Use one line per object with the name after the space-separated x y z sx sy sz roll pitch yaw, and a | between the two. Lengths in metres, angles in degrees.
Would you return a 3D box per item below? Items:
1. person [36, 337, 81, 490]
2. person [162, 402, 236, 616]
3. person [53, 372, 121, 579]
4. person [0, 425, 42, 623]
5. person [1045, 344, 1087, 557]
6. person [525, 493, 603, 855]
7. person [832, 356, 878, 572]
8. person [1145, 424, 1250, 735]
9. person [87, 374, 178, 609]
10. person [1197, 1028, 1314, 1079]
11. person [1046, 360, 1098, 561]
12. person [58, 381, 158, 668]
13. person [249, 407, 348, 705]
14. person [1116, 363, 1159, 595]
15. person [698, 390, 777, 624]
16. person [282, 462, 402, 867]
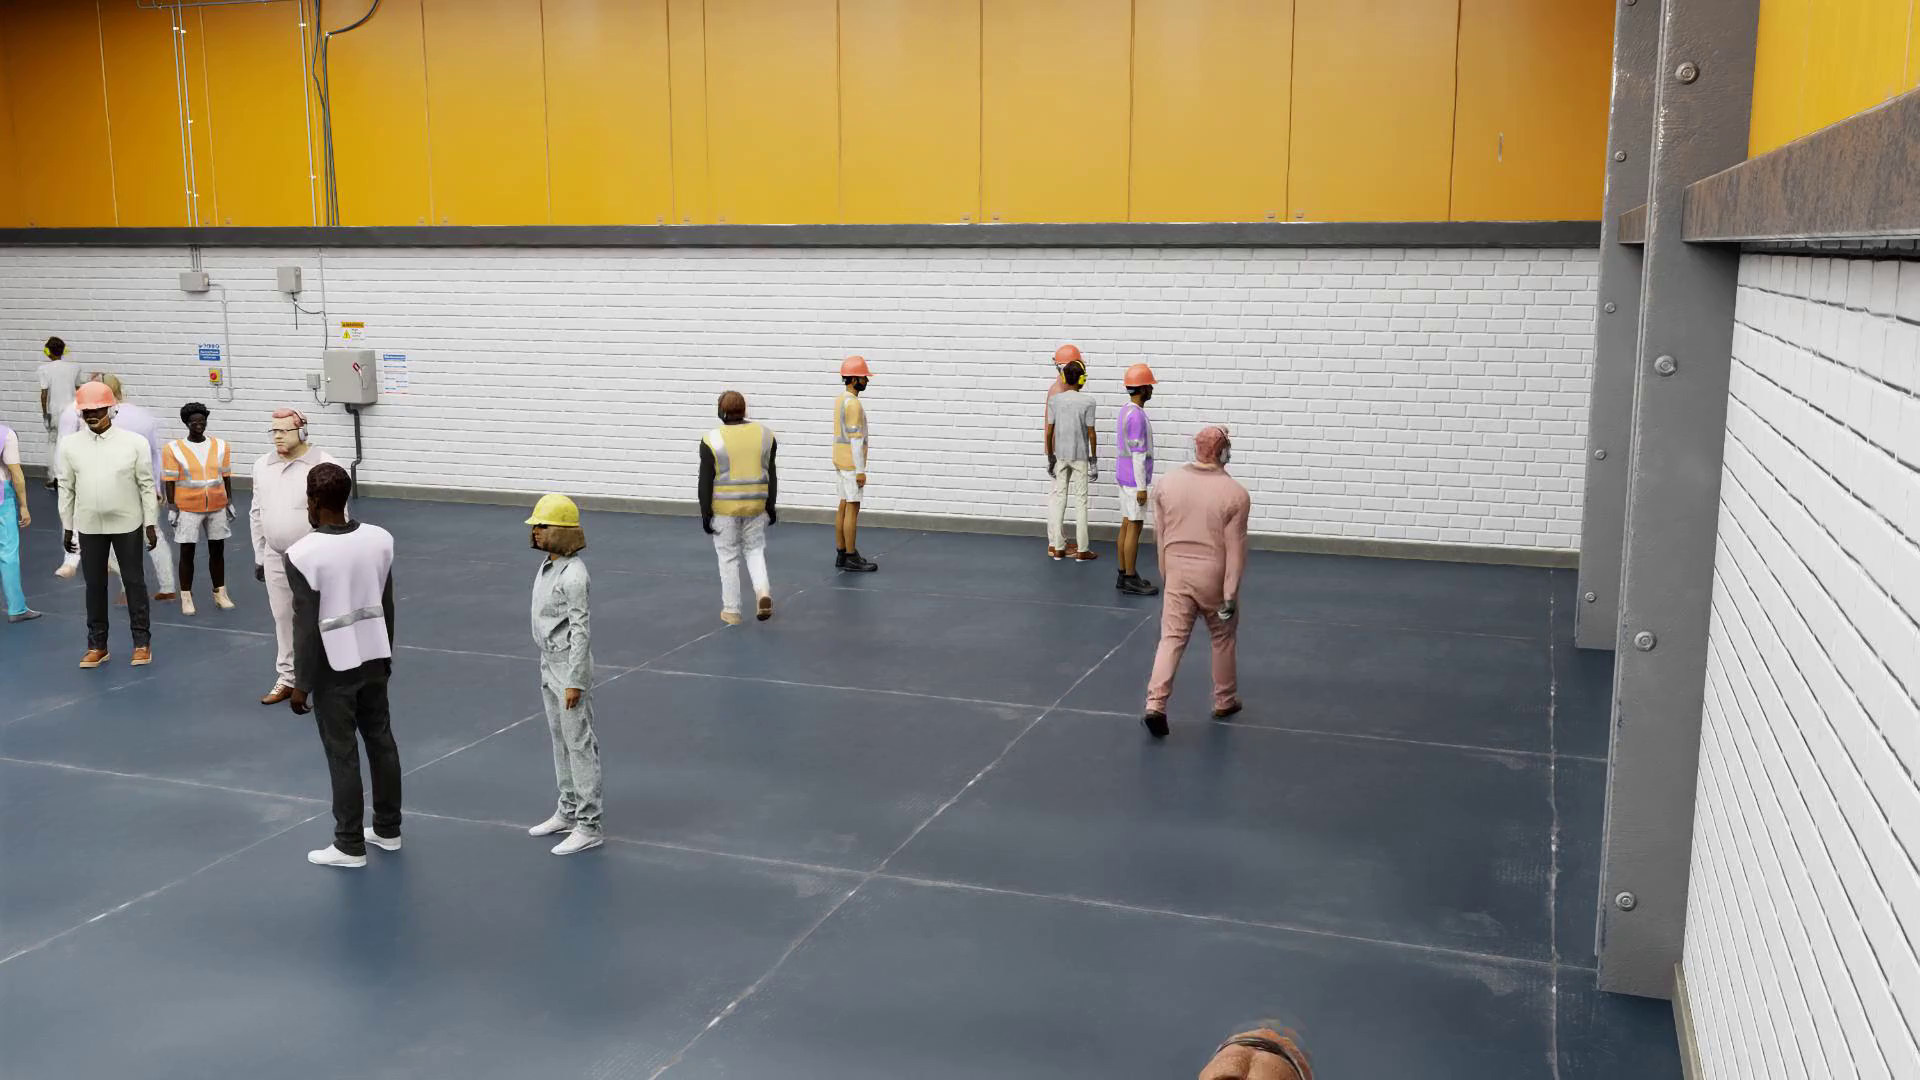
-10.670 -1.484 19.737 0.524 1.845 0.803 -9 14 -42 | person
-6.031 -0.254 13.216 0.540 1.696 0.317 -9 14 -42 | person
-7.692 -0.572 14.725 0.459 1.803 0.764 5 11 25 | person
-7.490 -0.261 12.839 0.567 1.846 0.389 0 10 2 | person
0.990 -0.847 15.715 0.389 1.996 0.612 2 10 9 | person
-1.931 0.639 8.056 0.288 1.746 0.488 -6 12 -31 | person
-0.956 -0.686 14.969 0.373 1.939 0.545 -3 11 -18 | person
1.429 0.231 10.034 0.632 1.862 0.983 6 12 30 | person
-6.680 -0.383 13.384 0.538 1.903 0.718 3 10 15 | person
0.466 1.628 2.883 0.541 1.589 0.840 5 11 25 | person
1.046 -0.735 15.443 0.516 1.871 0.325 6 11 28 | person
-5.907 -0.105 11.539 0.625 1.992 0.388 -2 10 -12 | person
-4.214 0.109 10.584 0.642 1.908 0.407 1 10 8 | person
1.488 -0.510 13.971 0.348 1.942 0.546 -1 10 -5 | person
-1.690 -0.235 12.736 0.645 1.830 0.532 -5 11 -28 | person
-2.894 0.589 7.844 0.398 1.920 0.588 5 11 28 | person
